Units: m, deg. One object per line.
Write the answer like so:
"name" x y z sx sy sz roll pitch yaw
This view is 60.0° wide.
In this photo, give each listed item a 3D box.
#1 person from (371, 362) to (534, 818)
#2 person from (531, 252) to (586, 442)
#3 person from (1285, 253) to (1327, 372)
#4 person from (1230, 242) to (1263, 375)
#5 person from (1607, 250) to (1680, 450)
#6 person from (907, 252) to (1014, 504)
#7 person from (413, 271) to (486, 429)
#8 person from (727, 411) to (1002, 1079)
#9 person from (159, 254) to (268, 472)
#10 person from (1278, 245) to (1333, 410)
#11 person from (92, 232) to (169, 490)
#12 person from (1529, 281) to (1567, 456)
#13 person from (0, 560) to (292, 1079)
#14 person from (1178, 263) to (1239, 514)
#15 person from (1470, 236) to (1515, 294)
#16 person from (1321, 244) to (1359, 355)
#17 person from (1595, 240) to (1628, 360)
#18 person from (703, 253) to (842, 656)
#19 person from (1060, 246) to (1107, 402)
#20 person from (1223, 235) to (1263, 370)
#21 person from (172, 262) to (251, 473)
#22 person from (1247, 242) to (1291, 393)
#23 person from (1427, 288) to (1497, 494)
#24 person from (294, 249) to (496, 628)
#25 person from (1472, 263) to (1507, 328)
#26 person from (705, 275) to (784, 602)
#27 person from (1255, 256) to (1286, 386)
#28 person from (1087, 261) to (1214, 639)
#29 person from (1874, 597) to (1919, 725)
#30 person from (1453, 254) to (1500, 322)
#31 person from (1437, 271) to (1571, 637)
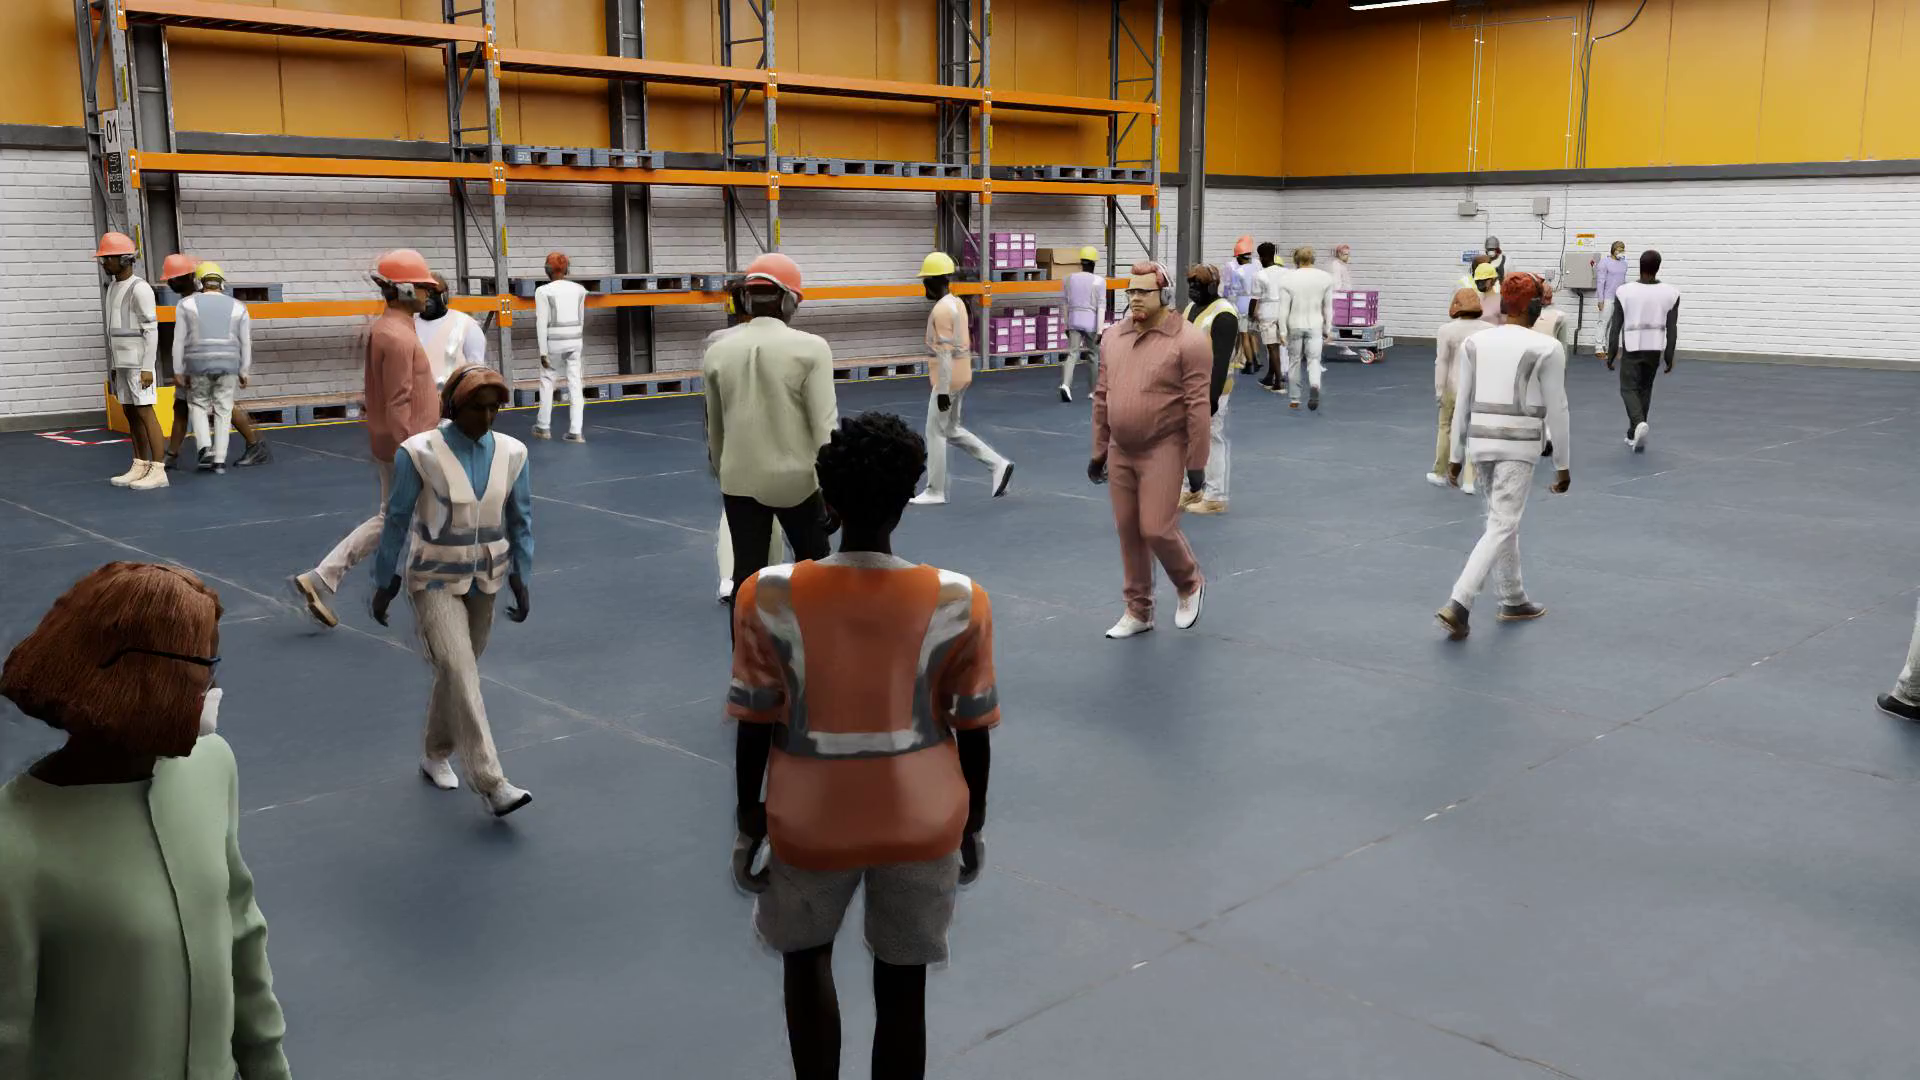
"person" -1.745 0.170 5.849 0.869 1.578 0.558 9 14 42
"person" -4.008 -1.902 16.456 0.582 1.848 0.862 -9 14 -40
"person" 5.074 -3.366 24.490 0.522 1.822 0.877 -9 13 -39
"person" 4.165 -3.363 24.223 0.574 1.912 0.440 -5 12 -25
"person" 6.471 -1.795 15.751 0.598 1.890 0.818 1 10 7
"person" -0.010 -1.198 12.471 0.736 1.906 0.595 2 11 10
"person" -3.359 -0.833 10.736 0.632 1.803 0.949 2 11 10
"person" -0.190 0.576 3.379 0.551 1.677 0.377 -1 10 -3
"person" -6.515 -1.514 14.311 1.036 1.876 0.544 -9 14 -40
"person" 3.952 -2.414 19.048 0.638 1.921 0.786 1 10 5
"person" -6.638 -1.419 13.277 0.614 2.041 0.389 9 13 39
"person" 5.376 -1.592 15.416 0.526 1.605 0.804 1 10 5
"person" -1.191 0.830 2.227 0.396 1.604 0.688 3 11 15
"person" 1.715 -1.080 12.029 0.528 1.819 0.639 -4 11 -19
"person" 8.723 -4.011 27.418 0.709 2.000 0.971 6 12 28
"person" 6.275 -4.030 27.995 0.836 1.878 0.659 3 11 17
"person" 10.671 -3.922 27.225 0.627 1.934 0.370 -5 12 -27
"person" -0.741 -0.238 7.128 0.660 1.932 0.954 3 11 16
"person" 1.503 -2.637 20.316 0.585 1.897 0.913 4 11 22
"person" 4.272 -3.574 25.061 0.639 2.022 0.444 -2 11 -11
"person" -6.370 -1.464 14.176 0.622 1.801 0.451 -7 12 -32
"person" 3.985 -2.877 21.544 0.637 1.921 0.921 -4 11 -20
"person" 3.994 -1.192 13.223 0.521 1.601 0.761 0 10 1
"person" -2.920 -0.494 8.482 0.898 1.964 0.613 -5 12 -27
"person" 5.231 -1.889 16.669 0.703 1.740 0.524 -6 12 -29
"person" -1.200 -0.578 9.359 0.537 1.816 0.986 1 10 6
"person" 4.249 -2.955 22.503 0.521 1.738 0.670 -1 10 -4
"person" 0.945 -0.435 8.321 0.655 1.896 0.459 10 14 43
"person" 4.076 -0.048 6.519 0.607 1.786 0.958 -1 10 -5
"person" 6.177 -2.495 19.822 0.647 1.789 0.986 -3 11 -14
"person" 2.740 -0.431 8.454 0.923 1.849 0.587 -8 13 -36
